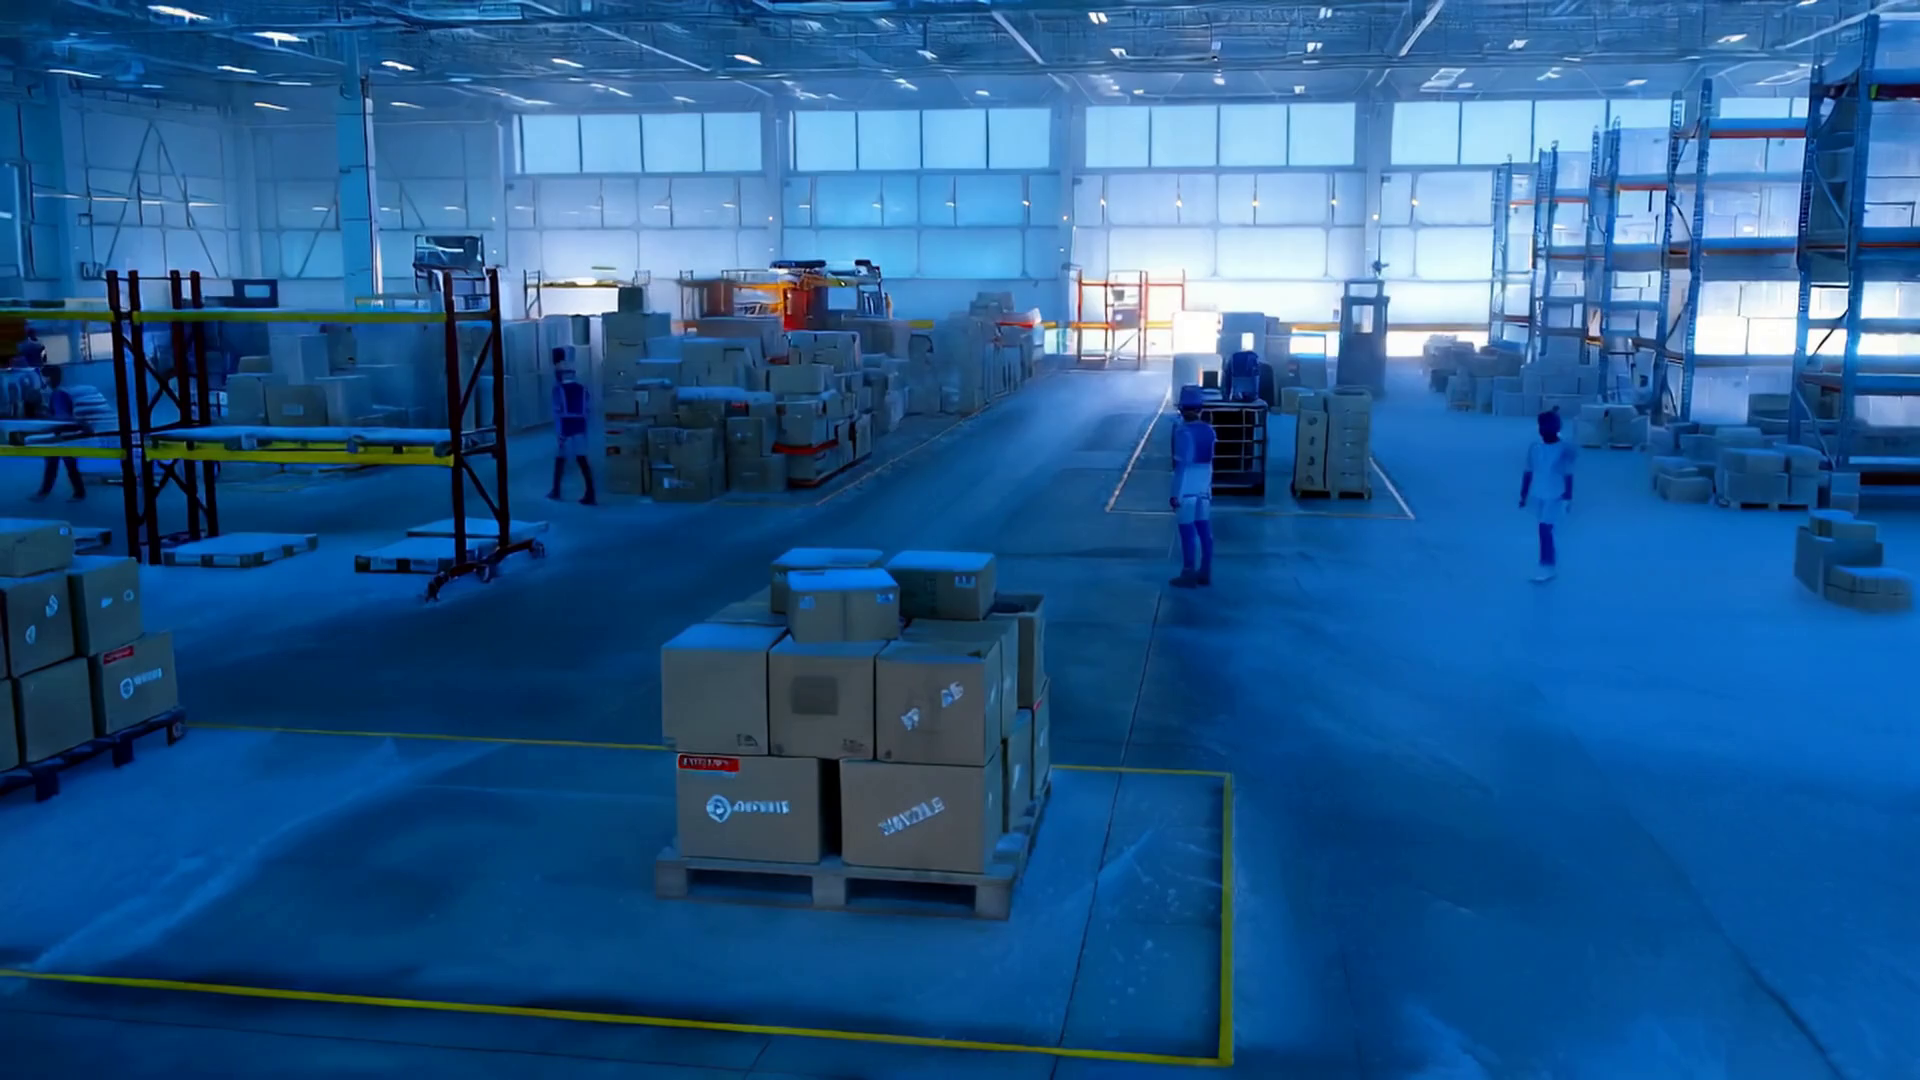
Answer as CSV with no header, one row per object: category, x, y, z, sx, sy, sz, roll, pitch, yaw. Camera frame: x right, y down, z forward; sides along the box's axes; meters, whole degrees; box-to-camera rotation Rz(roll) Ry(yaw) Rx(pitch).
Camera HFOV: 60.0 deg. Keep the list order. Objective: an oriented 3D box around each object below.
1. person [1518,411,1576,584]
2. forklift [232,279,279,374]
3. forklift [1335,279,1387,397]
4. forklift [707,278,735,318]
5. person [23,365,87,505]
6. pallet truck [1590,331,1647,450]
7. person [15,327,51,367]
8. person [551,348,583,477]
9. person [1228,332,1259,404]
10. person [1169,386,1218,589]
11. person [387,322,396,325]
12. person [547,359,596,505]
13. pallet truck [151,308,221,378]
person,5.640,-0.405,16.112,0.637,1.671,0.553,-5,10,-27
forklift,-16.058,-4.570,38.102,1.129,2.768,1.873,-9,13,-43
forklift,9.706,-4.903,40.152,1.129,2.768,1.873,1,9,9
forklift,-6.431,-5.689,45.000,1.873,2.768,1.129,4,10,23
person,-11.707,-1.336,21.400,0.762,1.820,0.542,-5,11,-30
pallet truck,11.253,-2.573,28.499,0.823,1.965,1.885,5,10,27
person,-18.757,-3.362,33.658,0.925,1.911,0.638,8,12,40
person,-5.816,-1.886,24.590,0.419,1.901,0.595,0,9,3
person,4.940,-2.625,28.917,0.608,1.965,0.369,8,13,42
person,2.205,-0.504,15.924,0.549,1.936,0.377,-7,12,-38
person,-15.342,-5.219,45.180,0.477,1.871,0.622,-8,12,-41
person,-5.058,-1.408,21.674,0.547,1.886,1.025,-8,12,-40
pallet truck,-21.869,-5.598,47.154,0.823,1.965,1.885,4,10,26
